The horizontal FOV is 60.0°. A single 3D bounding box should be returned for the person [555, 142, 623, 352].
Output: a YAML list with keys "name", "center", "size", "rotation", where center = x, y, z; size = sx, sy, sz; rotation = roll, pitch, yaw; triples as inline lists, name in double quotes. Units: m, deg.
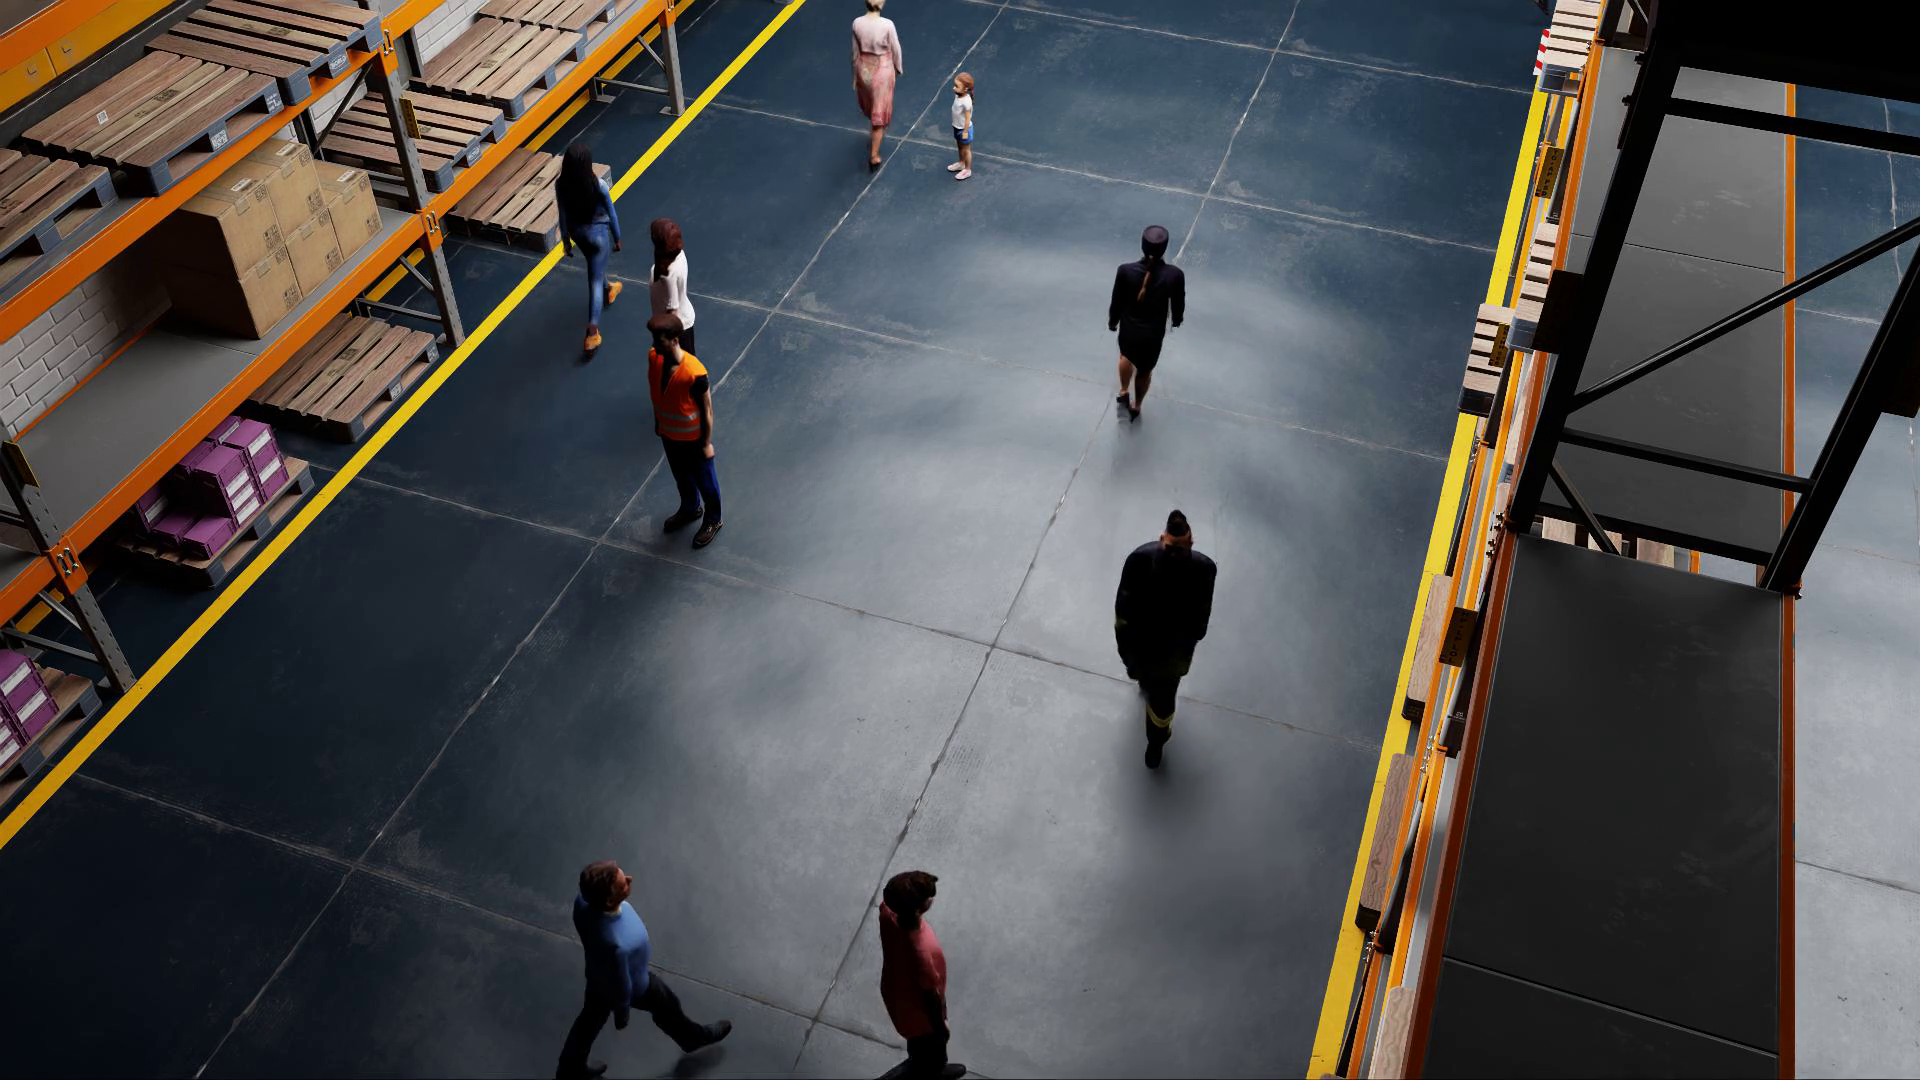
- name: "person"
  center: [-2.952, -2.304, 13.229]
  size: [0.747, 1.655, 1.258]
  rotation: [7, 44, 7]

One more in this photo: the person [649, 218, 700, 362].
- name: "person"
  center: [-2.094, -1.625, 12.414]
  size: [0.738, 1.795, 0.604]
  rotation: [-4, 44, -4]

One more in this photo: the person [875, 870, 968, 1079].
- name: "person"
  center: [-0.303, 2.303, 8.183]
  size: [1.056, 1.945, 1.005]
  rotation: [-17, 46, -17]

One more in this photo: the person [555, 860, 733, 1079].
- name: "person"
  center: [-1.807, 2.217, 8.396]
  size: [1.263, 1.775, 1.120]
  rotation: [-23, 48, -22]

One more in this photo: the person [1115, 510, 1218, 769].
- name: "person"
  center: [1.227, 0.474, 10.181]
  size: [0.747, 1.837, 1.082]
  rotation: [12, 45, 12]

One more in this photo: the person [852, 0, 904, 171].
- name: "person"
  center: [-0.780, -4.174, 15.193]
  size: [0.606, 1.653, 1.036]
  rotation: [11, 45, 11]

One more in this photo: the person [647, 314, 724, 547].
- name: "person"
  center: [-1.895, -0.779, 11.461]
  size: [0.767, 1.886, 0.737]
  rotation: [28, 50, 26]

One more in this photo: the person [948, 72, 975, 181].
- name: "person"
  center: [0.029, -3.818, 15.279]
  size: [0.545, 1.019, 0.483]
  rotation: [-17, 46, -17]

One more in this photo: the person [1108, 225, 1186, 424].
- name: "person"
  center: [1.360, -1.539, 12.422]
  size: [0.797, 1.659, 0.760]
  rotation: [4, 44, 4]
